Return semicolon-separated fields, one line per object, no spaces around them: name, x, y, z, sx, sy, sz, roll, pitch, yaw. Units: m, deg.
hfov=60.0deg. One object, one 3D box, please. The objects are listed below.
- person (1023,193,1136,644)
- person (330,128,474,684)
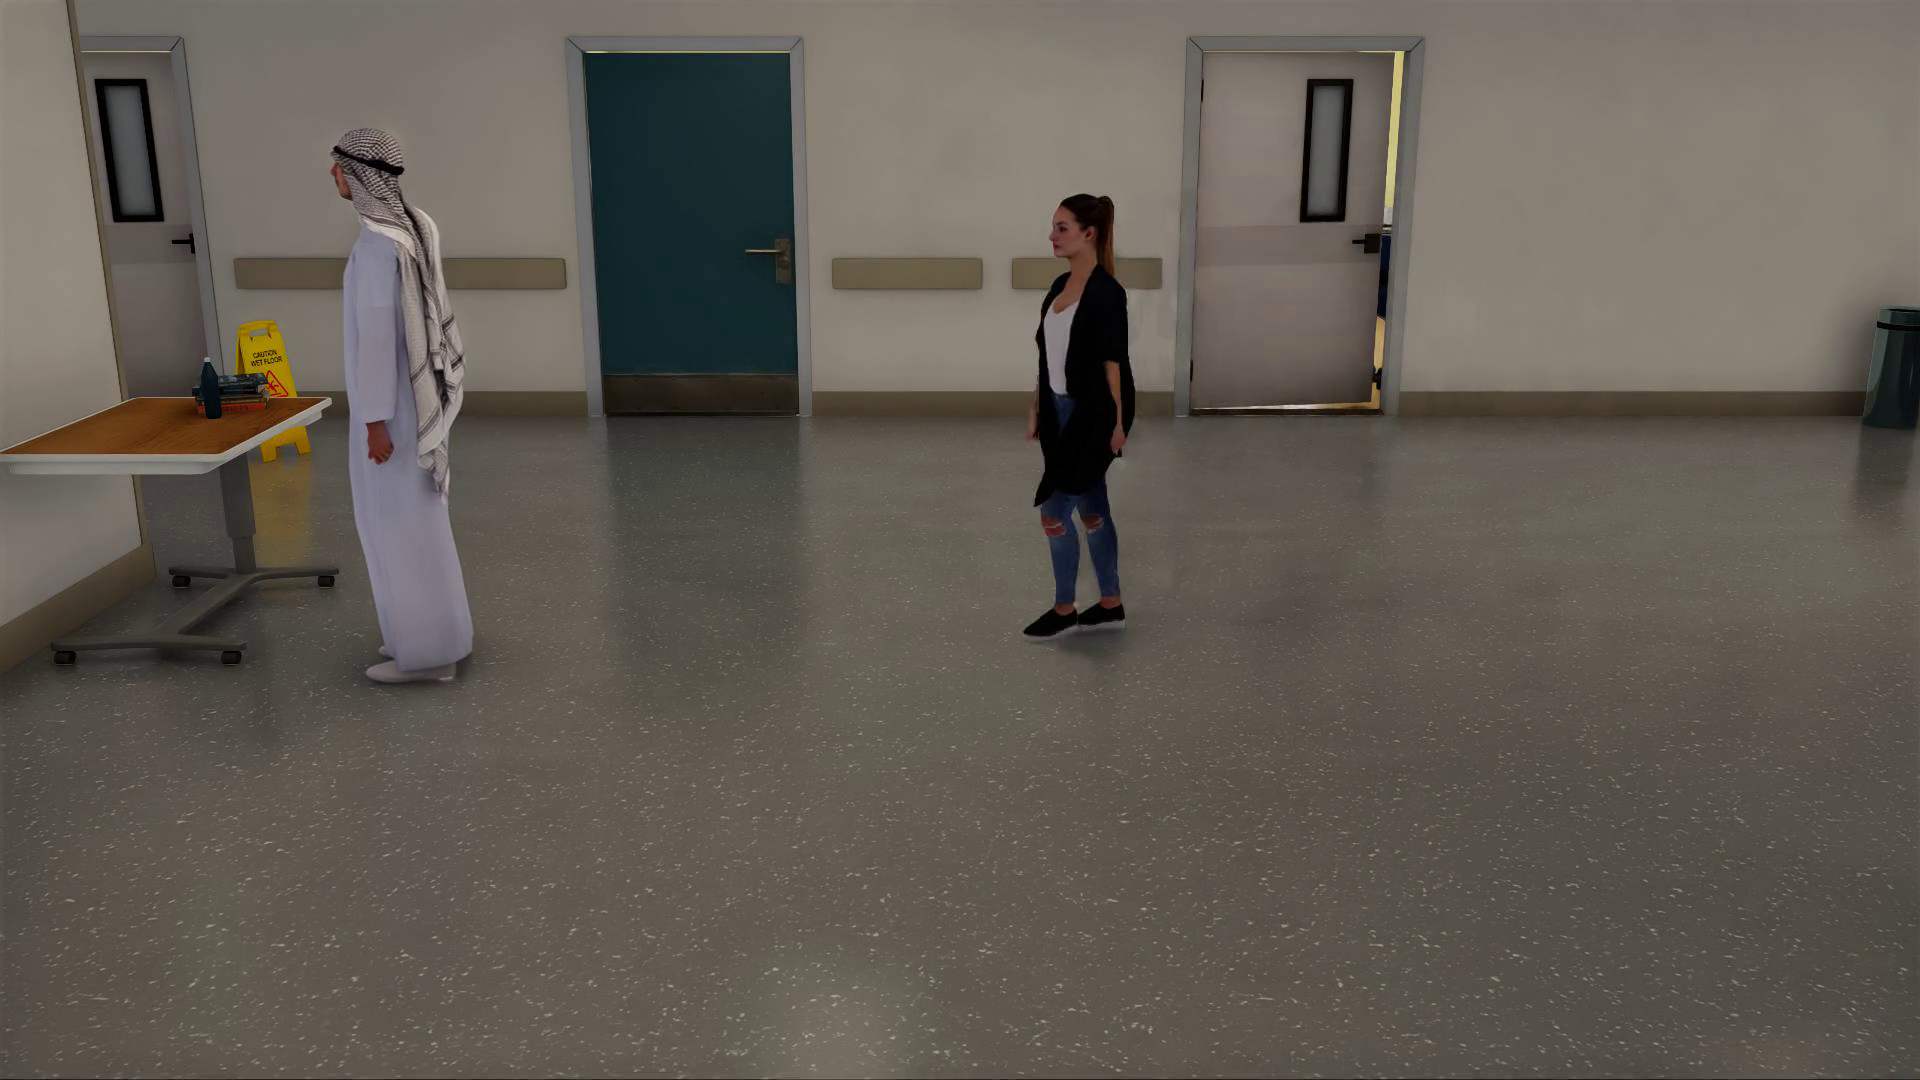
person;0.551;-0.444;6.252;0.836;1.668;0.783;-7;17;-23
person;-1.957;-0.462;5.845;0.634;1.923;0.679;-1;16;-3
